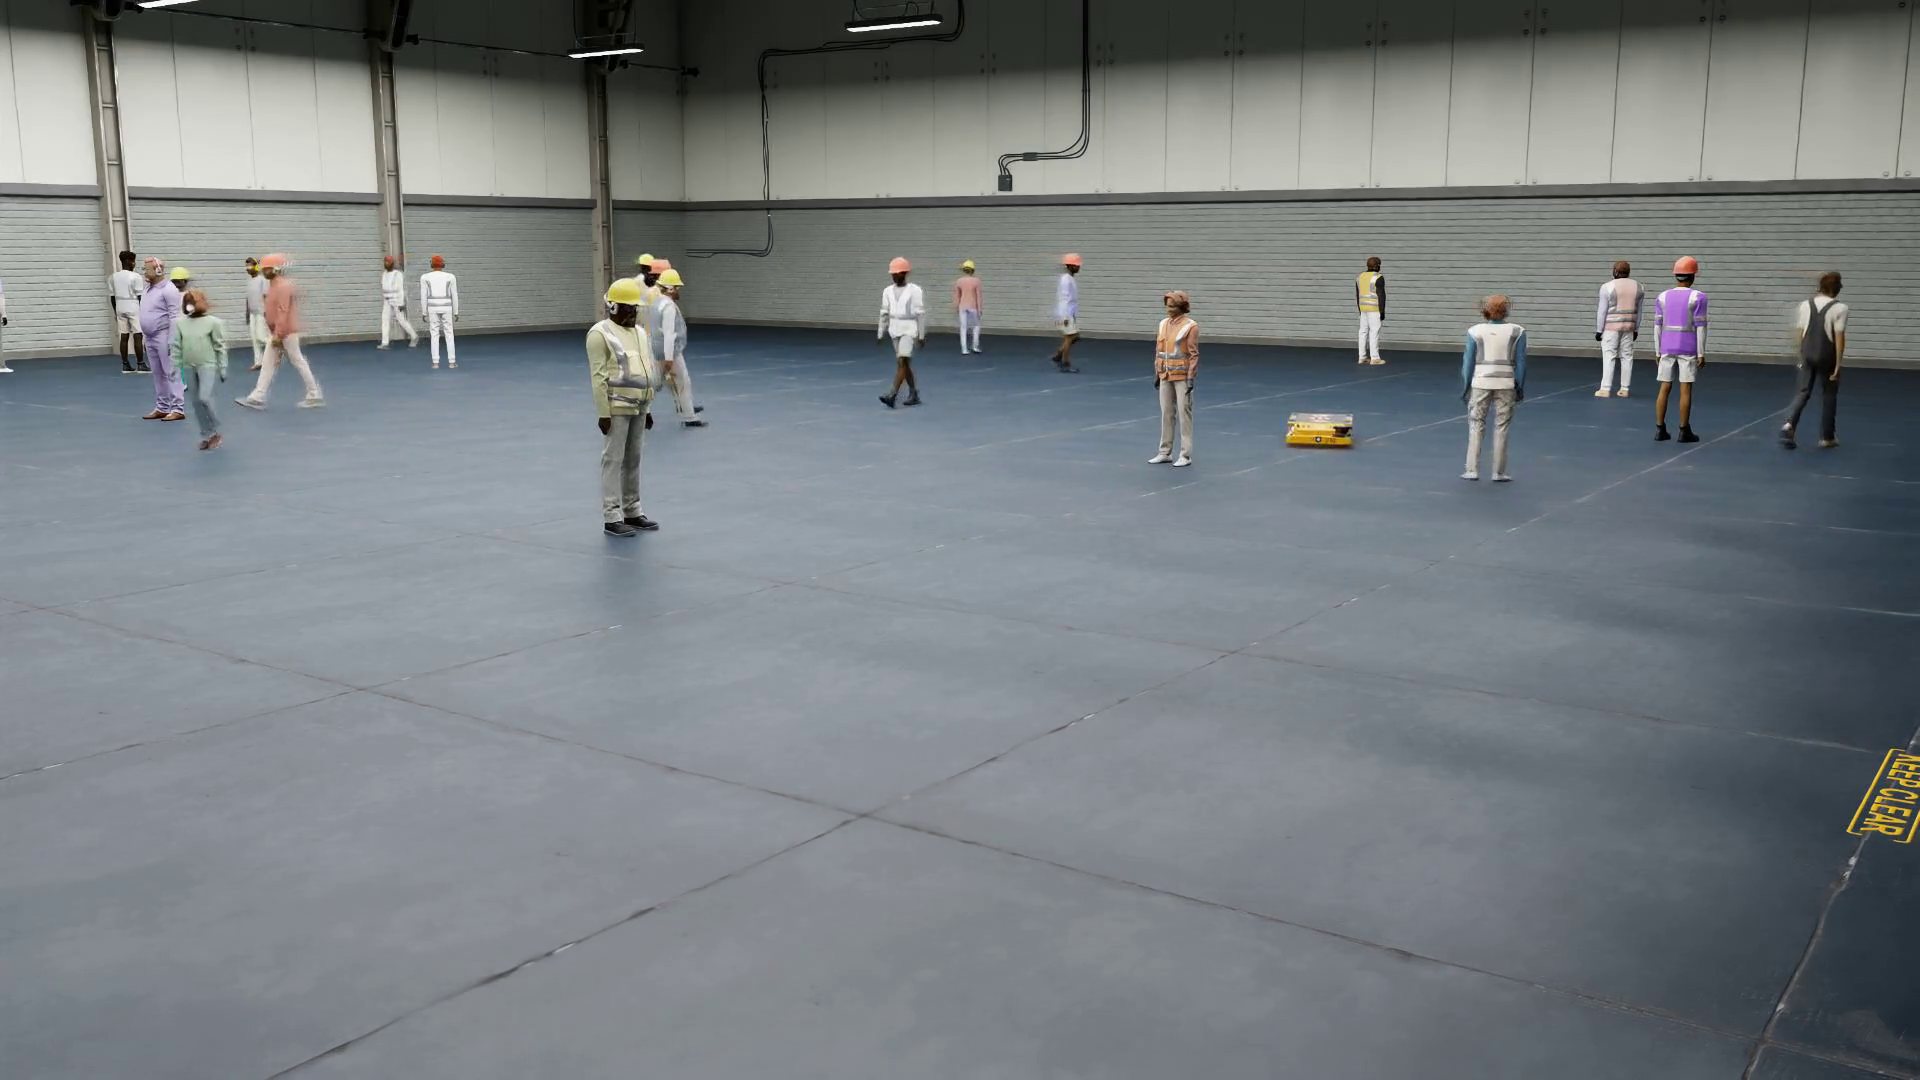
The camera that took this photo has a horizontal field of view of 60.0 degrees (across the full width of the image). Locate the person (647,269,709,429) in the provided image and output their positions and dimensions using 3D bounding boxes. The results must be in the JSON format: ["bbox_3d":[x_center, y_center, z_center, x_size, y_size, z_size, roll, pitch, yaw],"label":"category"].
[{"bbox_3d":[-3.306,-2.117,18.538,0.886,1.801,0.589,-6,12,-29],"label":"person"}]

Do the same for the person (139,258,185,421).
[{"bbox_3d":[-9.409,-2.353,19.547,0.642,1.908,0.407,7,12,33],"label":"person"}]

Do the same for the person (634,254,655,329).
[{"bbox_3d":[-4.837,-3.441,25.625,0.415,1.908,0.597,-4,11,-21],"label":"person"}]

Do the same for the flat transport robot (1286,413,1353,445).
[{"bbox_3d":[3.818,-1.189,17.603,0.652,0.197,1.431,2,10,13],"label":"flat transport robot"}]

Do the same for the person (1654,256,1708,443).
[{"bbox_3d":[7.544,-1.990,17.414,0.354,1.942,0.545,-9,14,-42],"label":"person"}]

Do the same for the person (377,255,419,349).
[{"bbox_3d":[-11.179,-4.714,32.957,0.585,1.850,0.937,5,11,27],"label":"person"}]

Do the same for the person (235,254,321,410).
[{"bbox_3d":[-8.531,-2.591,20.780,1.022,1.939,0.623,-9,14,-42],"label":"person"}]

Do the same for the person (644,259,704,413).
[{"bbox_3d":[-3.692,-2.470,20.279,1.003,1.890,0.566,1,10,7],"label":"person"}]

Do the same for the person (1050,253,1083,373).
[{"bbox_3d":[1.744,-3.629,26.648,0.473,1.919,0.571,2,10,12],"label":"person"}]

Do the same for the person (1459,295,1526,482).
[{"bbox_3d":[4.634,-1.304,14.484,0.554,1.623,0.318,2,10,11],"label":"person"}]

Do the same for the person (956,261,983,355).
[{"bbox_3d":[0.205,-4.345,31.128,0.554,1.740,0.686,4,11,22],"label":"person"}]

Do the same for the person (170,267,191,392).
[{"bbox_3d":[-10.578,-2.843,22.732,0.539,1.751,0.498,0,10,2],"label":"person"}]

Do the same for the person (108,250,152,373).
[{"bbox_3d":[-13.278,-3.643,26.626,0.601,1.958,0.380,2,10,12],"label":"person"}]

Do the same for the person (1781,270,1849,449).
[{"bbox_3d":[8.670,-1.817,16.819,0.838,1.818,0.514,-8,13,-38],"label":"person"}]

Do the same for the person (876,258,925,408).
[{"bbox_3d":[-0.789,-2.616,21.072,0.573,1.880,0.998,6,12,32],"label":"person"}]

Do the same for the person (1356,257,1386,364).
[{"bbox_3d":[7.098,-3.943,28.637,0.429,1.844,0.627,-6,12,-30],"label":"person"}]

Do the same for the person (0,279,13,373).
[{"bbox_3d":[-15.556,-3.628,26.619,0.587,1.930,0.356,0,10,1],"label":"person"}]

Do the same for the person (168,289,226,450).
[{"bbox_3d":[-7.654,-1.697,16.686,0.506,1.620,0.430,1,10,8],"label":"person"}]

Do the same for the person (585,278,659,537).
[{"bbox_3d":[-2.395,-0.948,11.896,0.404,1.828,0.587,4,11,24],"label":"person"}]

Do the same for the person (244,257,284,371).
[{"bbox_3d":[-11.482,-3.706,27.284,0.527,1.857,0.528,6,12,31],"label":"person"}]

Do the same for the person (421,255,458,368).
[{"bbox_3d":[-8.657,-3.798,27.701,0.584,1.883,0.339,-3,11,-17],"label":"person"}]

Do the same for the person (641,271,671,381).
[{"bbox_3d":[-4.604,-3.182,24.853,0.735,1.665,0.533,-5,11,-27],"label":"person"}]

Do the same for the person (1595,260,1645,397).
[{"bbox_3d":[8.899,-2.850,22.515,0.626,1.844,0.429,-1,10,-8],"label":"person"}]

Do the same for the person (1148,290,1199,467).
[{"bbox_3d":[2.016,-1.505,15.550,0.308,1.639,0.510,-8,13,-38],"label":"person"}]
